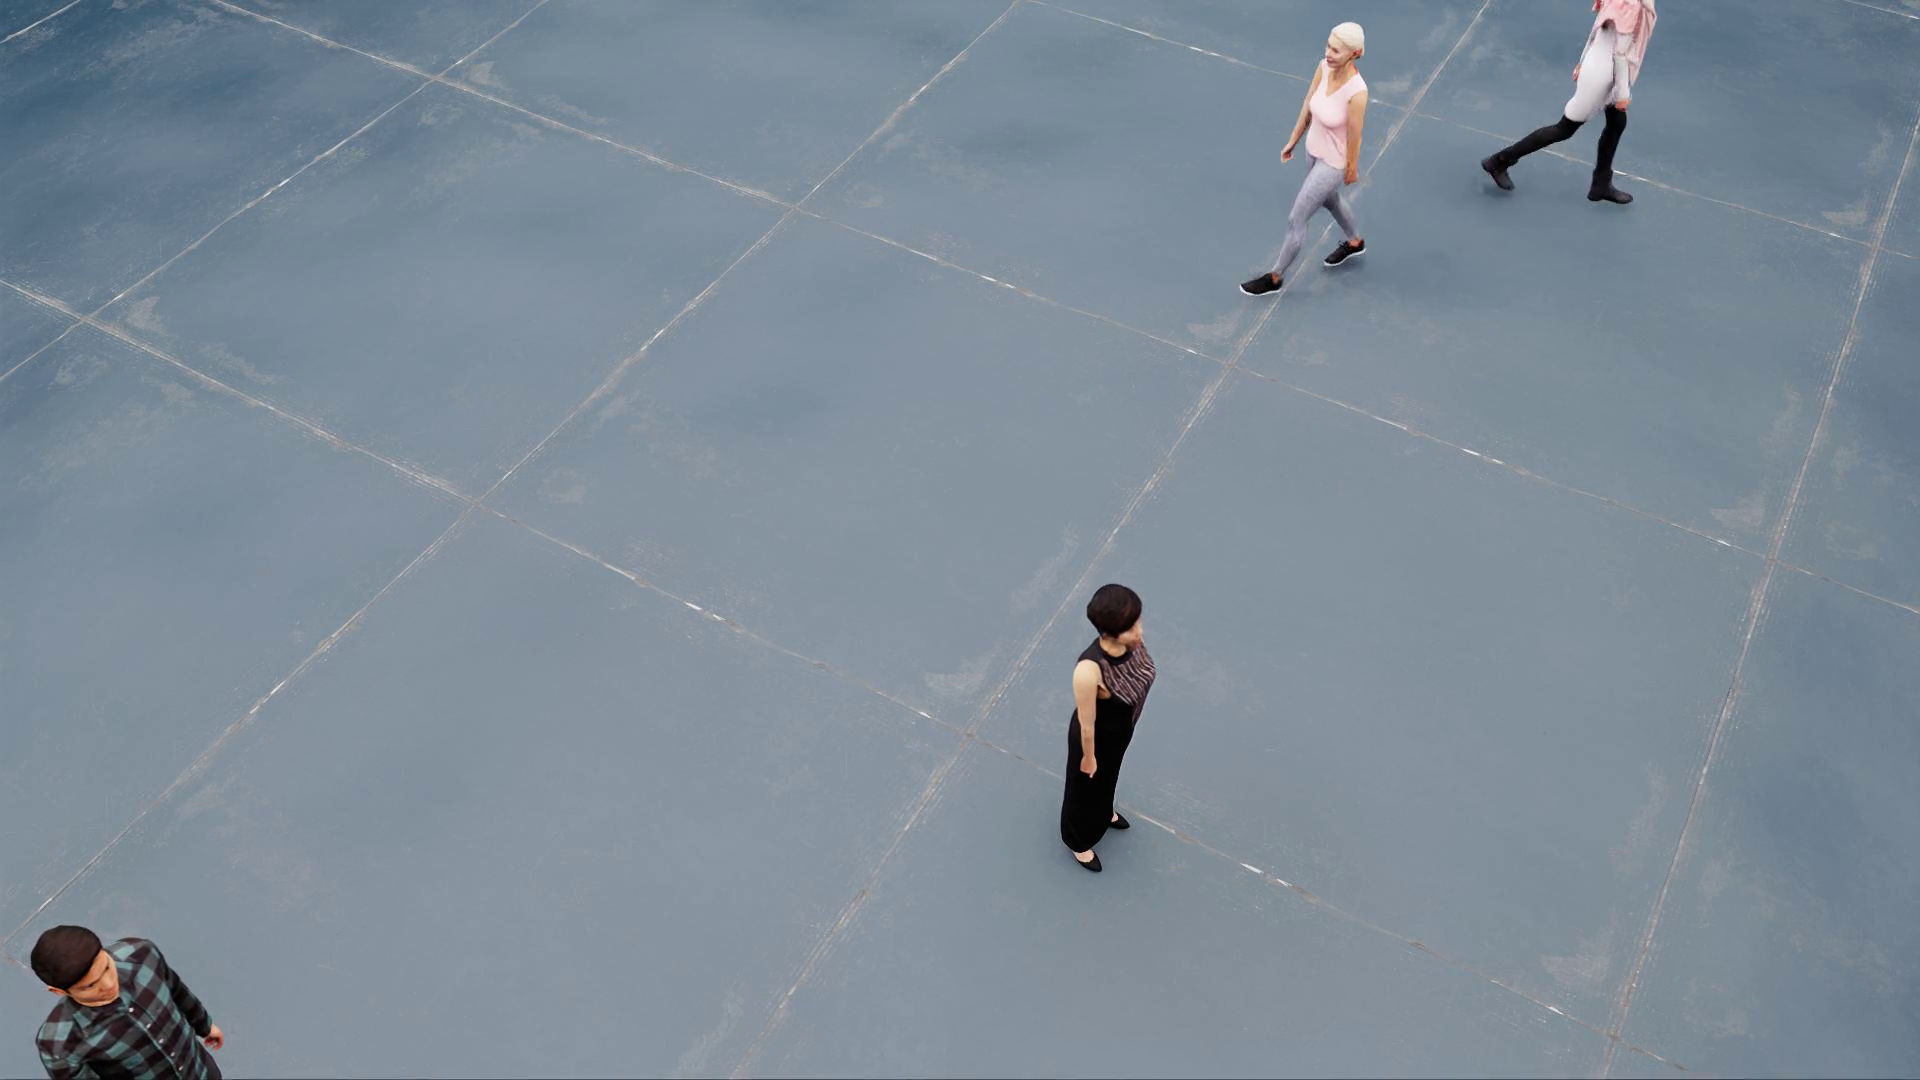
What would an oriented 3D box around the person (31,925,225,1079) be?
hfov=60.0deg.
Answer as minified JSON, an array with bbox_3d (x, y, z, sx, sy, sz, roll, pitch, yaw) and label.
[{"bbox_3d":[-2.642,1.751,5.431,0.594,1.715,0.712,13,49,12],"label":"person"}]

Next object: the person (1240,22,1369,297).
[{"bbox_3d":[2.156,-2.183,9.437,1.086,1.686,1.064,-14,49,-13],"label":"person"}]

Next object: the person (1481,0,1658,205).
[{"bbox_3d":[3.720,-2.759,9.915,1.227,1.767,0.782,15,49,13],"label":"person"}]

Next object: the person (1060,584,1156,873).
[{"bbox_3d":[0.584,0.752,6.781,0.511,1.602,0.581,26,52,22],"label":"person"}]
